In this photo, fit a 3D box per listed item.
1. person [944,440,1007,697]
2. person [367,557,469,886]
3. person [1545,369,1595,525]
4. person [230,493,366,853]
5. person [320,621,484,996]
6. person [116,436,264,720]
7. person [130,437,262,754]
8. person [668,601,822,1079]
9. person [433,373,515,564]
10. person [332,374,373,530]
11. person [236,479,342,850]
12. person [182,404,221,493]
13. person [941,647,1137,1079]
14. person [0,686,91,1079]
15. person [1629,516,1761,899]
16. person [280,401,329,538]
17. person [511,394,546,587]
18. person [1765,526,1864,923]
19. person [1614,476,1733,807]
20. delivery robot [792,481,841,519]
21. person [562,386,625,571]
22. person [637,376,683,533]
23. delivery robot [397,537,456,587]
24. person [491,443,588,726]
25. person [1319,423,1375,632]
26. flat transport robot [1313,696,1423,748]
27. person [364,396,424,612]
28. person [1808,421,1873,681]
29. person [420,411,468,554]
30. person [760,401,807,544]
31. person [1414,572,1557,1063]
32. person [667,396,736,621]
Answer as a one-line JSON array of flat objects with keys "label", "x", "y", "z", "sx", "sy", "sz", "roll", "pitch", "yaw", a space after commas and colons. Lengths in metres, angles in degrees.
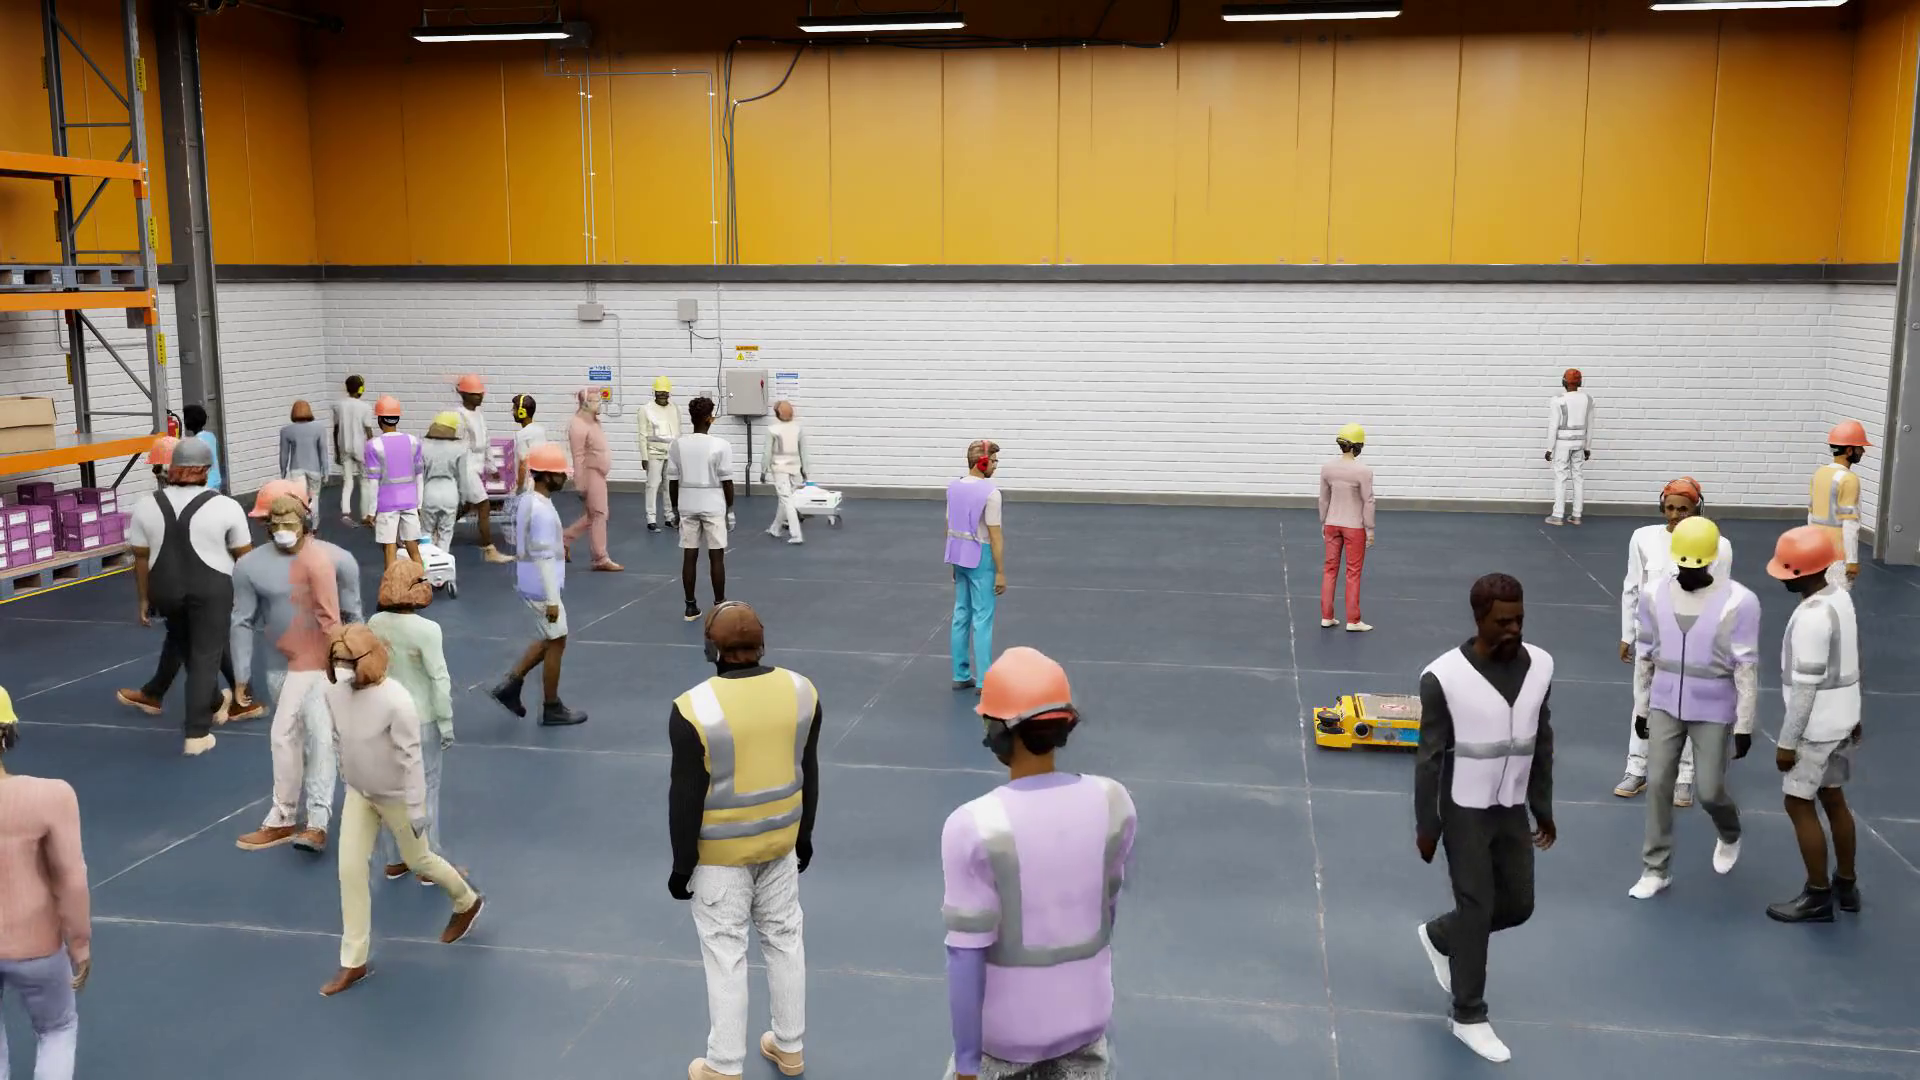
[{"label": "person", "x": 0.104, "y": 0.202, "z": 11.944, "sx": 0.396, "sy": 1.837, "sz": 0.564, "roll": -7, "pitch": 11, "yaw": -37}, {"label": "person", "x": -2.713, "y": 0.896, "z": 8.258, "sx": 0.500, "sy": 1.636, "sz": 0.281, "roll": 5, "pitch": 10, "yaw": 27}, {"label": "person", "x": 7.314, "y": -1.116, "z": 19.978, "sx": 0.584, "sy": 1.882, "sz": 0.346, "roll": -2, "pitch": 9, "yaw": -11}, {"label": "person", "x": -3.516, "y": 0.683, "z": 8.831, "sx": 0.653, "sy": 1.880, "sz": 1.023, "roll": -1, "pitch": 9, "yaw": -7}, {"label": "person", "x": -2.456, "y": 1.088, "z": 7.231, "sx": 0.527, "sy": 1.588, "sz": 0.814, "roll": 4, "pitch": 10, "yaw": 23}, {"label": "person", "x": -5.241, "y": 0.270, "z": 11.215, "sx": 1.088, "sy": 1.933, "sz": 0.632, "roll": 1, "pitch": 9, "yaw": 5}, {"label": "person", "x": -4.878, "y": 0.295, "z": 10.741, "sx": 0.704, "sy": 2.000, "sz": 1.032, "roll": 0, "pitch": 9, "yaw": -1}, {"label": "person", "x": -0.811, "y": 1.132, "z": 6.167, "sx": 0.633, "sy": 1.839, "sz": 0.429, "roll": -7, "pitch": 12, "yaw": -39}, {"label": "person", "x": -5.185, "y": -0.742, "z": 17.325, "sx": 0.980, "sy": 2.006, "sz": 0.612, "roll": 1, "pitch": 9, "yaw": 4}, {"label": "person", "x": -7.193, "y": -1.032, "z": 19.657, "sx": 0.523, "sy": 1.835, "sz": 0.790, "roll": -1, "pitch": 9, "yaw": -5}, {"label": "person", "x": -3.467, "y": 0.625, "z": 8.985, "sx": 0.941, "sy": 1.961, "sz": 0.610, "roll": -8, "pitch": 12, "yaw": -42}, {"label": "person", "x": -7.761, "y": -0.560, "z": 17.114, "sx": 0.599, "sy": 1.684, "sz": 0.564, "roll": 0, "pitch": 9, "yaw": -2}, {"label": "person", "x": 0.168, "y": 1.288, "z": 4.652, "sx": 0.605, "sy": 2.010, "sz": 0.810, "roll": -4, "pitch": 10, "yaw": -25}, {"label": "person", "x": -3.086, "y": 1.307, "z": 5.353, "sx": 0.541, "sy": 1.747, "sz": 0.393, "roll": -4, "pitch": 10, "yaw": -22}, {"label": "person", "x": 3.588, "y": 0.802, "z": 8.074, "sx": 0.676, "sy": 1.894, "sz": 0.617, "roll": -9, "pitch": 13, "yaw": -44}, {"label": "person", "x": -7.422, "y": -0.781, "z": 18.831, "sx": 0.512, "sy": 1.584, "sz": 0.905, "roll": -4, "pitch": 10, "yaw": -22}, {"label": "person", "x": -4.148, "y": -0.477, "z": 16.090, "sx": 0.312, "sy": 1.863, "sz": 0.516, "roll": 2, "pitch": 9, "yaw": 12}, {"label": "person", "x": 4.040, "y": 0.849, "z": 7.791, "sx": 0.454, "sy": 1.885, "sz": 0.734, "roll": 9, "pitch": 13, "yaw": 43}, {"label": "person", "x": 4.063, "y": 0.571, "z": 9.505, "sx": 0.572, "sy": 1.887, "sz": 0.356, "roll": 7, "pitch": 11, "yaw": 36}, {"label": "delivery robot", "x": -1.772, "y": -0.462, "z": 19.740, "sx": 0.707, "sy": 0.478, "sz": 0.477, "roll": 1, "pitch": 9, "yaw": 3}, {"label": "person", "x": -3.776, "y": -0.614, "z": 16.838, "sx": 0.671, "sy": 1.891, "sz": 0.656, "roll": 0, "pitch": 9, "yaw": -2}, {"label": "person", "x": -3.476, "y": -1.008, "z": 19.478, "sx": 0.591, "sy": 1.829, "sz": 0.404, "roll": -8, "pitch": 12, "yaw": -42}, {"label": "delivery robot", "x": -5.003, "y": 0.212, "z": 15.557, "sx": 0.477, "sy": 0.478, "sz": 0.707, "roll": -7, "pitch": 12, "yaw": -38}, {"label": "person", "x": -2.791, "y": 0.309, "z": 11.030, "sx": 0.515, "sy": 1.916, "sz": 0.566, "roll": -4, "pitch": 10, "yaw": -22}, {"label": "person", "x": 3.281, "y": -0.105, "z": 14.071, "sx": 0.310, "sy": 1.768, "sz": 0.533, "roll": -8, "pitch": 12, "yaw": -42}, {"label": "flat transport robot", "x": 3.023, "y": 1.179, "z": 10.728, "sx": 1.431, "sy": 0.197, "sz": 0.652, "roll": 2, "pitch": 9, "yaw": 10}, {"label": "person", "x": -5.051, "y": -0.316, "z": 14.841, "sx": 0.365, "sy": 1.939, "sz": 0.542, "roll": 9, "pitch": 13, "yaw": 44}, {"label": "person", "x": 6.532, "y": 0.079, "z": 12.393, "sx": 0.369, "sy": 1.939, "sz": 0.542, "roll": 0, "pitch": 9, "yaw": 0}, {"label": "person", "x": -5.001, "y": -0.386, "z": 16.017, "sx": 0.542, "sy": 1.702, "sz": 0.345, "roll": -2, "pitch": 9, "yaw": -13}, {"label": "person", "x": -1.990, "y": -0.765, "z": 18.688, "sx": 0.533, "sy": 1.588, "sz": 0.853, "roll": -8, "pitch": 12, "yaw": -40}, {"label": "person", "x": 2.028, "y": 1.040, "z": 6.559, "sx": 0.609, "sy": 1.896, "sz": 0.588, "roll": -4, "pitch": 10, "yaw": -24}, {"label": "person", "x": -2.232, "y": -0.264, "z": 14.445, "sx": 0.601, "sy": 1.963, "sz": 0.369, "roll": 2, "pitch": 9, "yaw": 13}]
